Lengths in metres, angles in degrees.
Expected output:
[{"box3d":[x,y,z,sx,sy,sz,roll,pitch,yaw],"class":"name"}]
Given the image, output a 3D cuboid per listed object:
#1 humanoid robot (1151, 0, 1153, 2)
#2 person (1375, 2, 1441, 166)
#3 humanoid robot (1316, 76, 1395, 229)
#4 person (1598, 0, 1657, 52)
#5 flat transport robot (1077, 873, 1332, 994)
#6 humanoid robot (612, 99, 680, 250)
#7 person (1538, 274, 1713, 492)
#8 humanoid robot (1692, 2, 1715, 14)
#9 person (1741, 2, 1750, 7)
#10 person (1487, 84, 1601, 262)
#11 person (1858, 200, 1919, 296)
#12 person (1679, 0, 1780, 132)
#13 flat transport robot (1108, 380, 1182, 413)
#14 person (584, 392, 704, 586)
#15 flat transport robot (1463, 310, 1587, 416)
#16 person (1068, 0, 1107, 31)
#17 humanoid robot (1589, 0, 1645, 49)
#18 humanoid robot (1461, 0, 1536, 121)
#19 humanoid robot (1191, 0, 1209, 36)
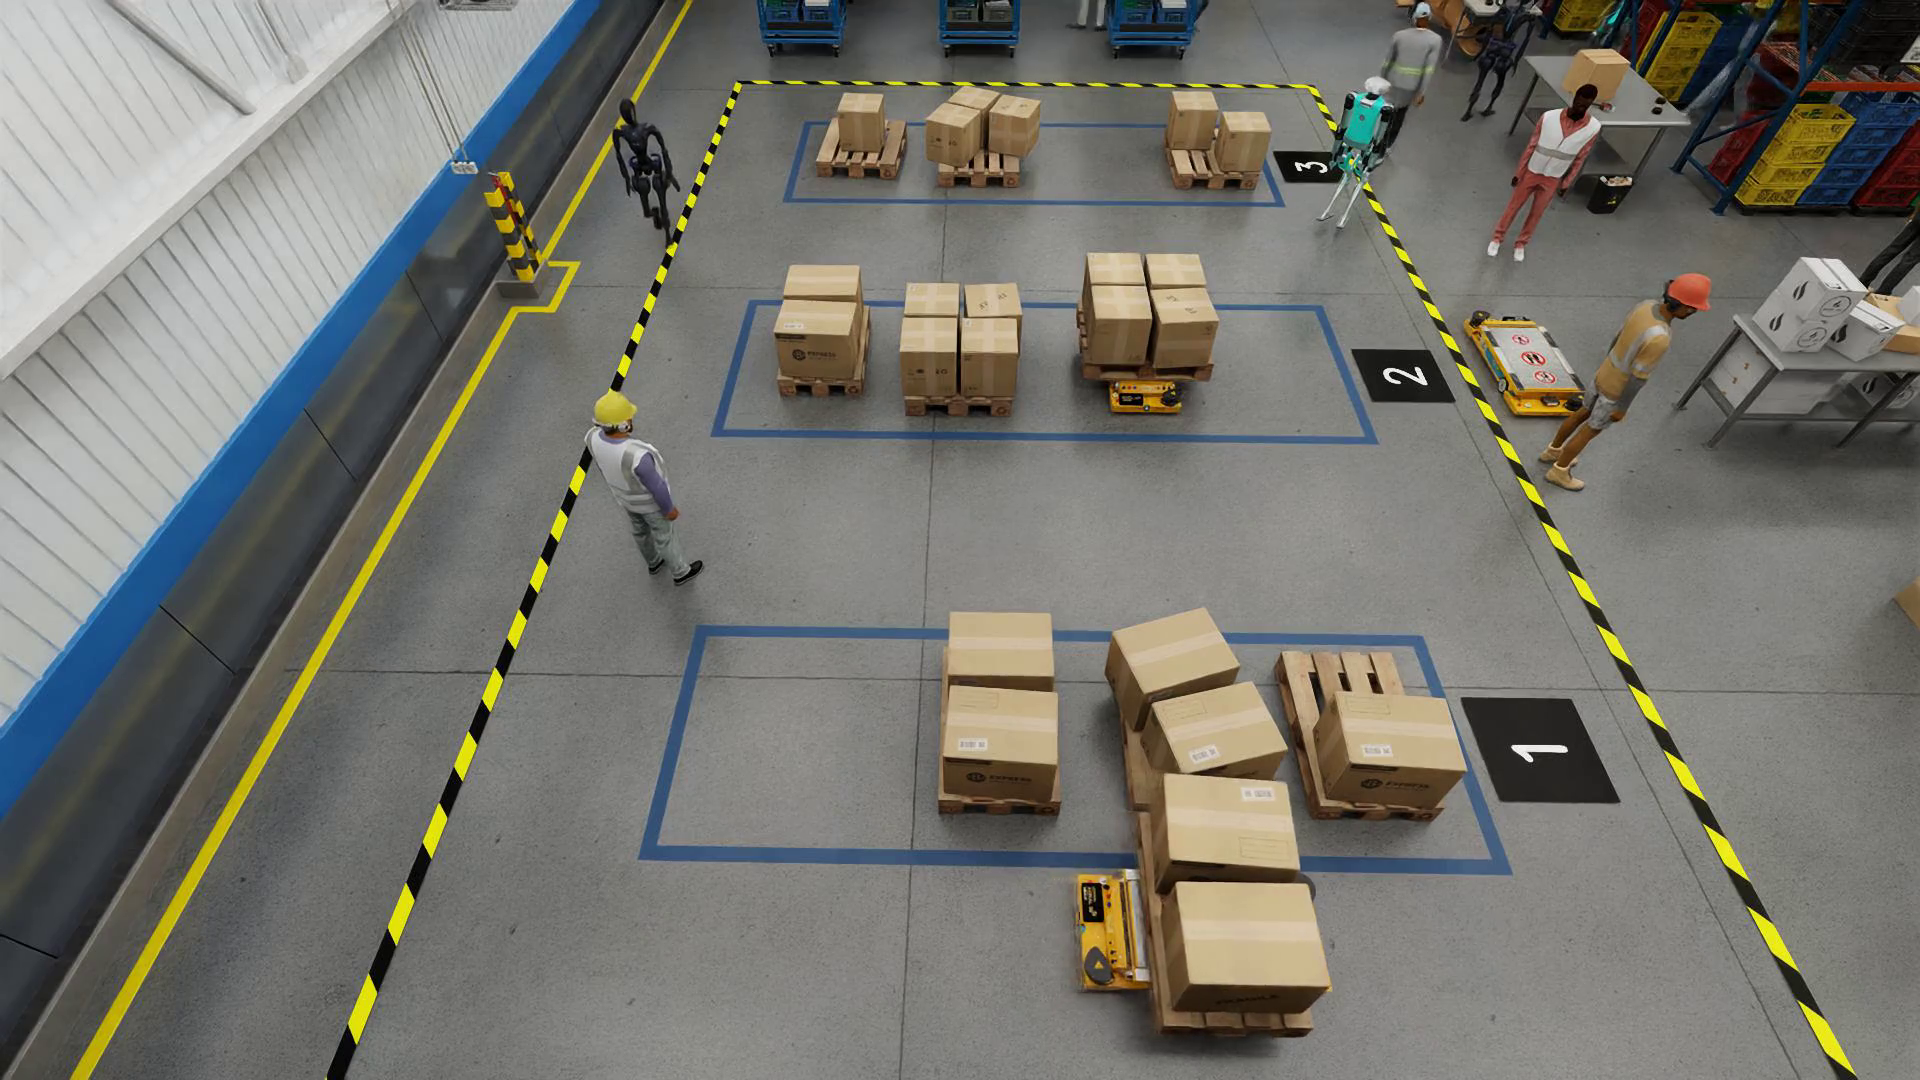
[{"box3d":[2.999,-9.169,14.561,0.701,1.625,0.599,0,49,0],"class":"humanoid robot"},{"box3d":[5.501,-5.664,11.421,0.610,1.795,0.741,19,52,16],"class":"person"},{"box3d":[4.487,-4.354,10.243,0.533,1.675,0.735,35,57,26],"class":"humanoid robot"},{"box3d":[10.056,-8.055,13.485,1.004,1.808,0.504,-16,51,-13],"class":"person"},{"box3d":[1.444,2.335,5.494,1.431,0.197,0.652,1,49,1],"class":"flat transport robot"},{"box3d":[-3.427,-4.071,10.132,0.594,1.642,0.475,-7,50,-6],"class":"humanoid robot"},{"box3d":[5.384,-1.269,7.462,0.382,2.037,0.614,12,50,10],"class":"person"},{"box3d":[10.626,-7.515,13.125,0.845,1.840,0.547,4,49,3],"class":"humanoid robot"},{"box3d":[13.207,-9.717,14.904,0.627,1.848,0.381,-35,57,-26],"class":"person"},{"box3d":[6.288,-3.935,9.859,0.579,1.911,0.394,21,52,18],"class":"person"},{"box3d":[9.822,-3.191,9.253,0.346,1.846,0.505,-4,49,-4],"class":"person"},{"box3d":[10.245,-6.239,11.987,0.923,1.680,0.517,15,51,12],"class":"person"},{"box3d":[1.773,-1.807,9.079,0.652,0.197,1.431,1,49,1],"class":"flat transport robot"},{"box3d":[-2.345,-0.349,6.802,0.587,1.830,0.404,23,53,19],"class":"person"},{"box3d":[5.573,-1.757,9.054,0.659,0.231,1.431,1,49,1],"class":"flat transport robot"},{"box3d":[2.081,-8.898,14.221,0.703,1.814,0.395,4,49,4],"class":"person"},{"box3d":[9.513,-7.656,13.212,0.868,1.779,0.554,-2,49,-2],"class":"humanoid robot"},{"box3d":[7.198,-6.483,12.220,0.589,1.644,0.602,36,58,27],"class":"humanoid robot"},{"box3d":[3.713,-8.670,14.103,0.403,1.644,0.613,14,51,12],"class":"humanoid robot"}]
